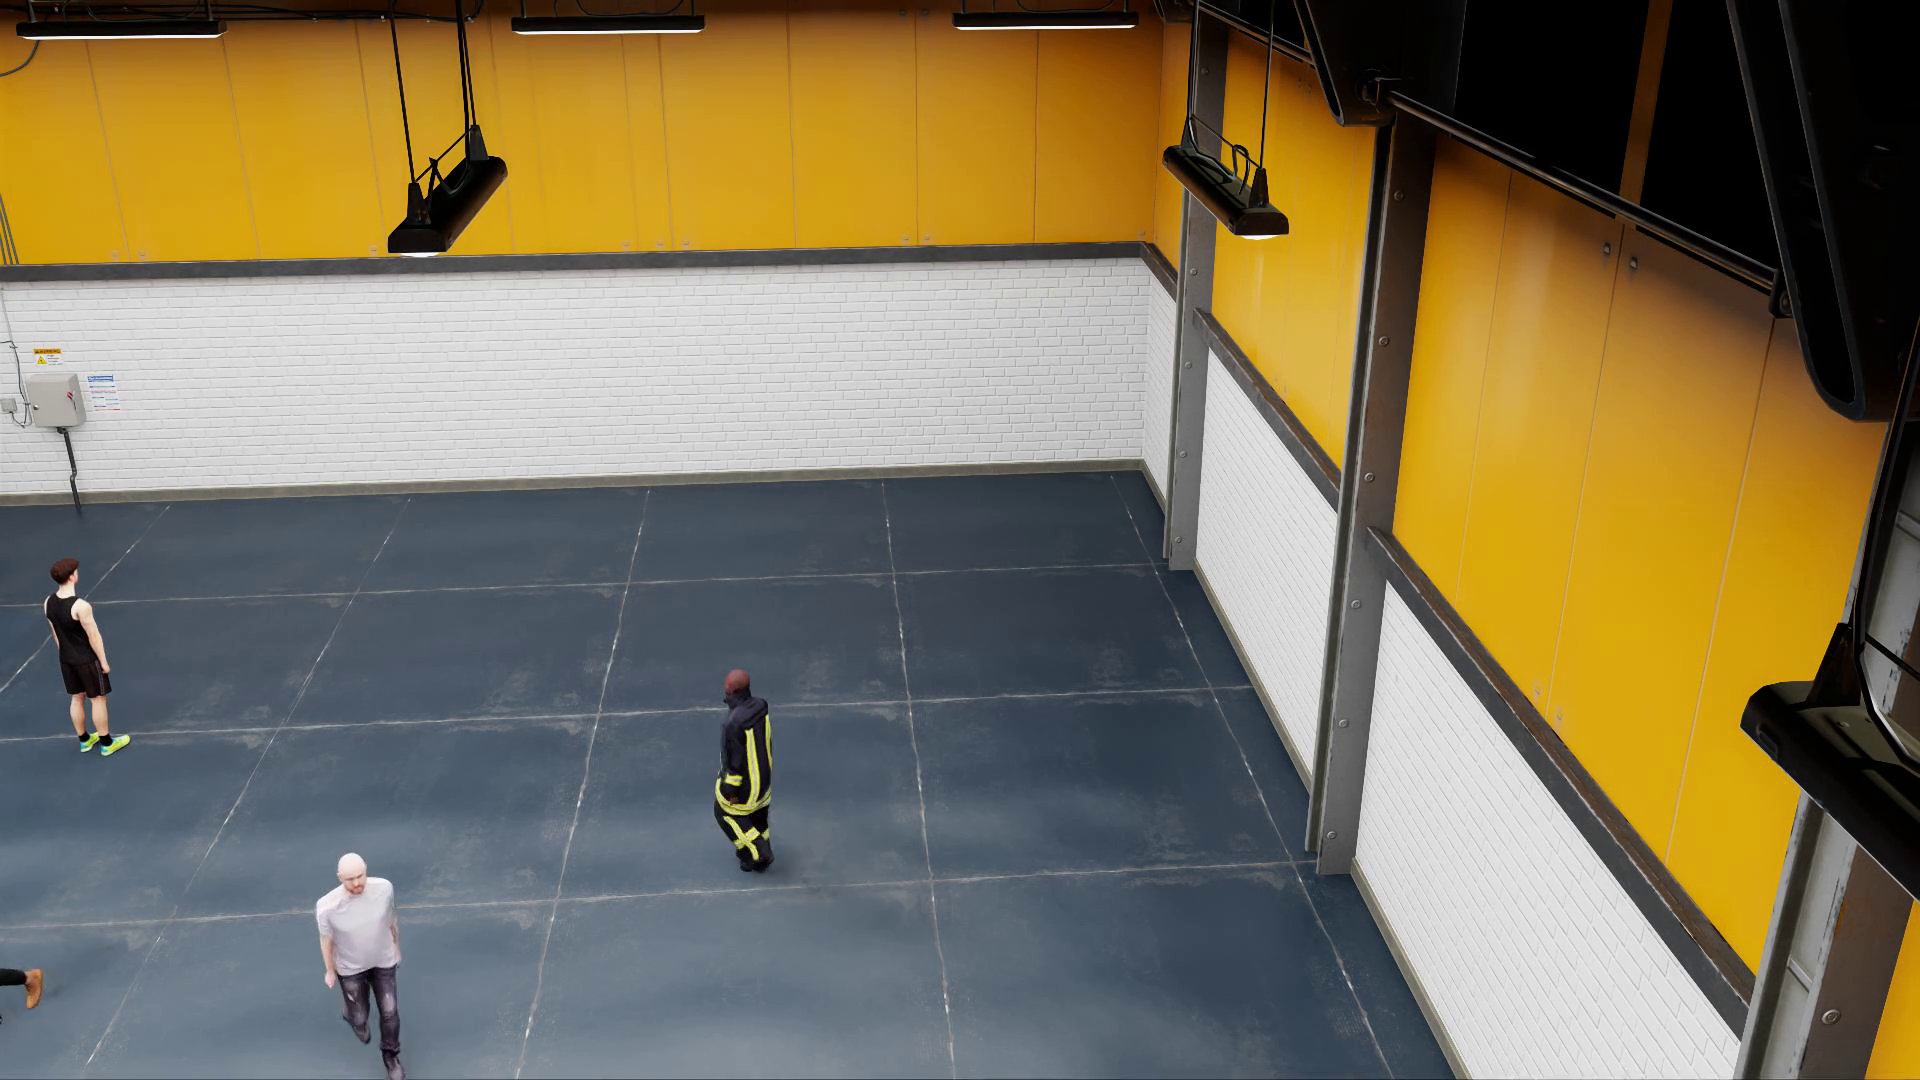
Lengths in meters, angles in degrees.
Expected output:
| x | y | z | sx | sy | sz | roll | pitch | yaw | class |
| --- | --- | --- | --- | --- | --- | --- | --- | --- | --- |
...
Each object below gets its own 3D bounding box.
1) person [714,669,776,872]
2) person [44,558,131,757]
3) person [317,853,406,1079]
| x | y | z | sx | sy | sz | roll | pitch | yaw | class |
| --- | --- | --- | --- | --- | --- | --- | --- | --- | --- |
| -1.631 | 1.870 | 13.339 | 0.998 | 1.811 | 0.942 | 13 | 27 | 27 | person |
| -7.976 | 1.067 | 15.080 | 0.737 | 1.888 | 0.695 | 7 | 25 | 15 | person |
| -4.019 | 2.799 | 11.228 | 0.924 | 1.799 | 1.065 | -15 | 28 | -31 | person |
